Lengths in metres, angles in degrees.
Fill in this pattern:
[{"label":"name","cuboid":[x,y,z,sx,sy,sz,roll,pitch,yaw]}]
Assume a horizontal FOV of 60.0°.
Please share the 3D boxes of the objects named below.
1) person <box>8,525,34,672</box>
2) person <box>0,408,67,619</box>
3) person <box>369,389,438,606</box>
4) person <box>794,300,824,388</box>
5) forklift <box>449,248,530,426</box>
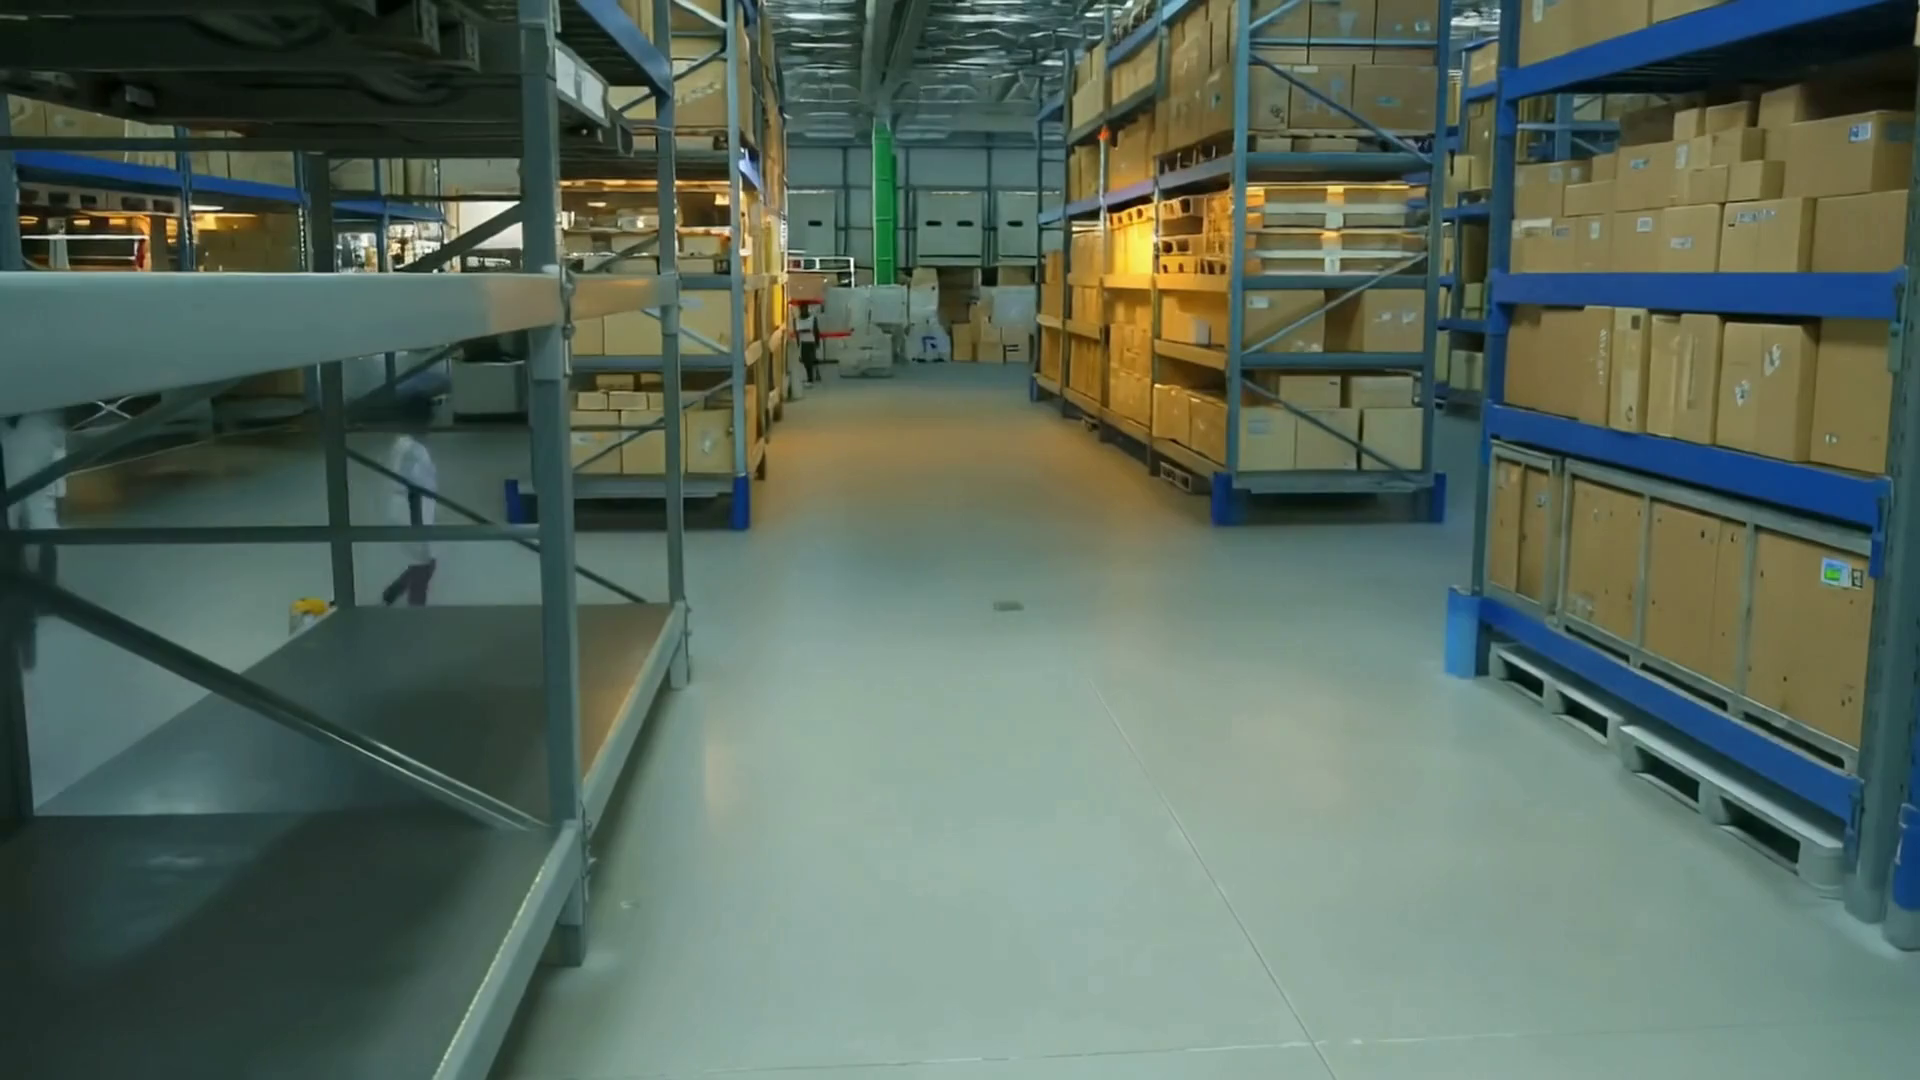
[{"label":"person","cuboid":[-4.373,0.447,7.362,0.503,1.599,0.831,-1,9,-6]},{"label":"person","cuboid":[-6.459,-0.366,11.437,0.587,1.911,0.713,-1,9,-8]},{"label":"person","cuboid":[-3.548,-0.123,10.637,0.447,1.680,0.541,-4,10,-23]},{"label":"person","cuboid":[-3.235,-4.179,35.534,0.702,1.874,0.420,5,10,29]},{"label":"forklift","cuboid":[-7.307,-3.175,26.067,1.129,2.768,1.873,-1,9,-4]}]
